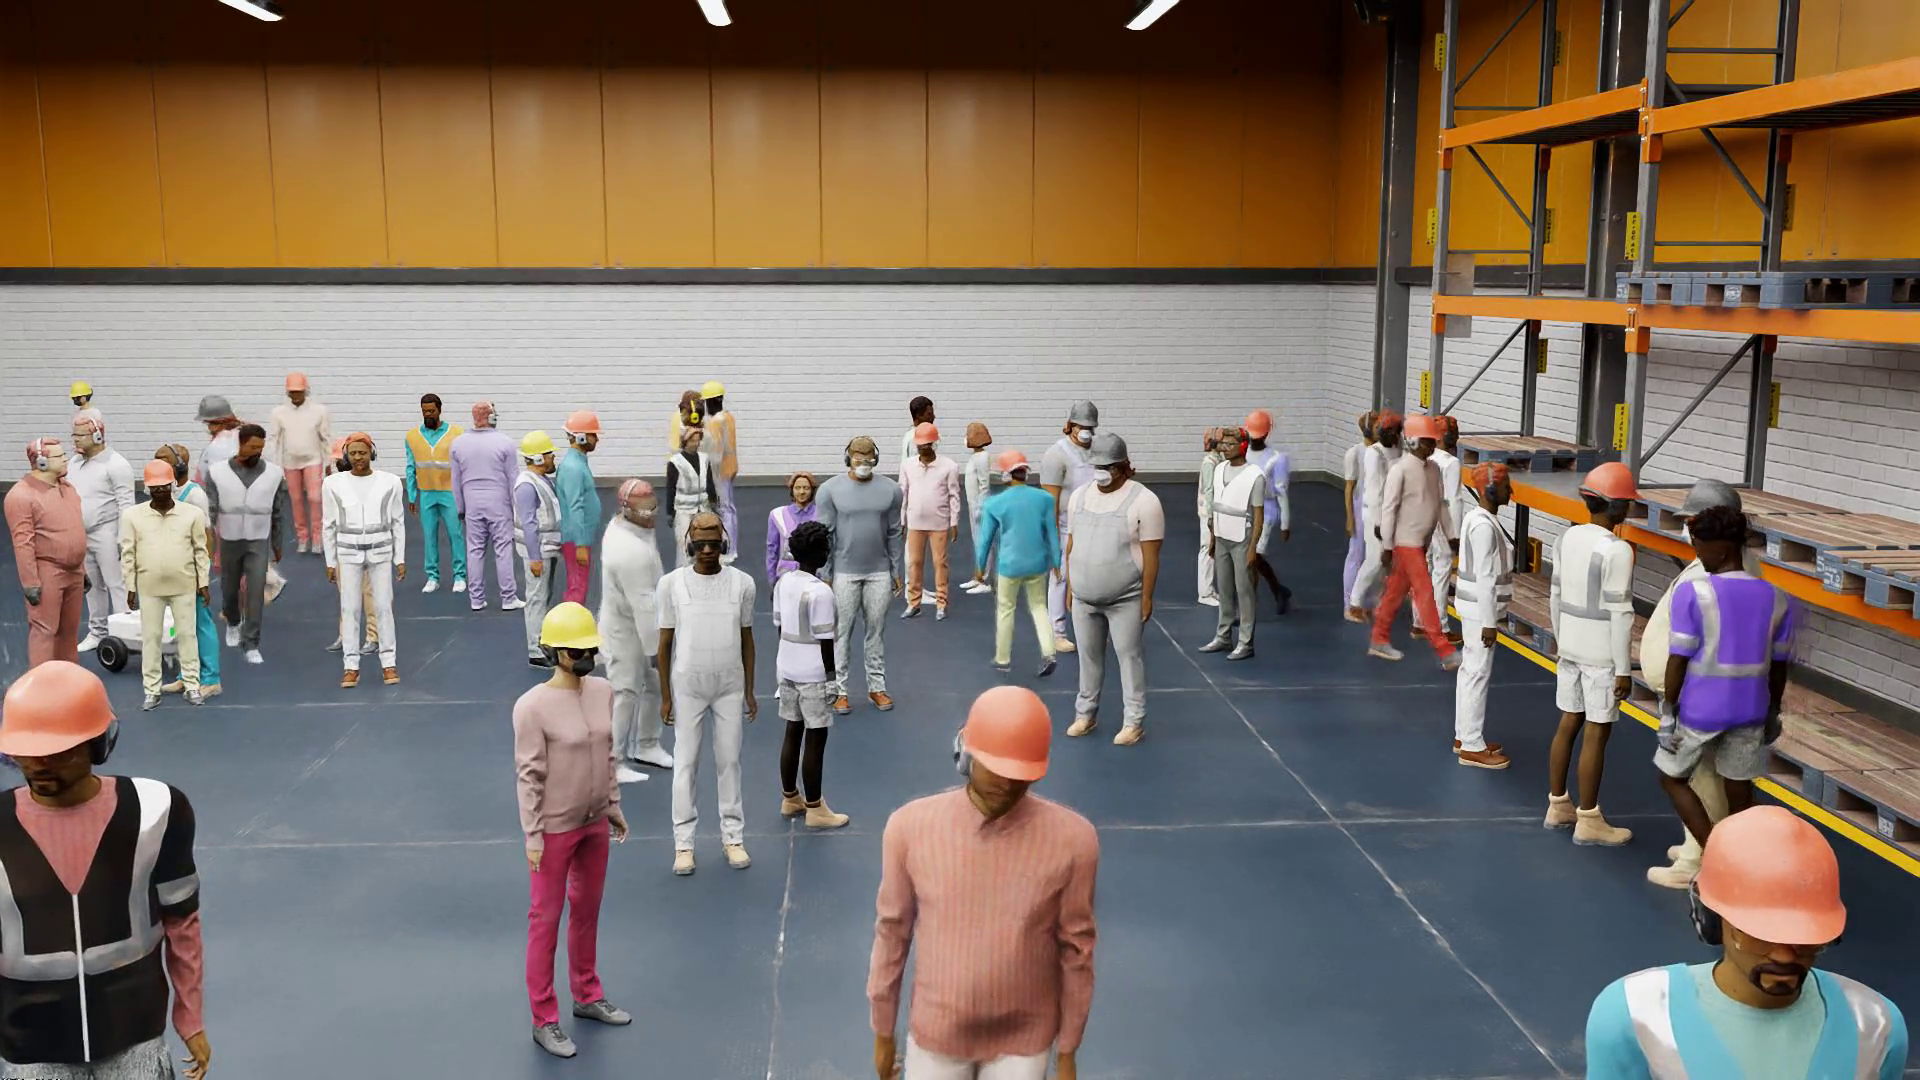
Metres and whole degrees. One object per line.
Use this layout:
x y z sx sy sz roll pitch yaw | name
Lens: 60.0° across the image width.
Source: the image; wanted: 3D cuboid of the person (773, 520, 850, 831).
-0.824 0.734 9.127 0.316 1.695 0.541 -6 11 -34 | person

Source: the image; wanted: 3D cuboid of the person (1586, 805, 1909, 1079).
1.511 1.499 3.242 0.615 2.041 0.391 0 9 1 | person

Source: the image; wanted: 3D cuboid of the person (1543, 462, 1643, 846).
3.411 0.600 8.887 0.394 2.039 0.615 -2 9 -13 | person

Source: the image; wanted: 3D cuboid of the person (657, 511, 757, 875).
-1.273 0.769 8.445 0.507 1.846 0.346 -3 9 -18 | person

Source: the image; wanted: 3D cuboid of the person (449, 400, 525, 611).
-4.237 -0.303 14.986 0.639 1.907 0.406 1 9 6 | person

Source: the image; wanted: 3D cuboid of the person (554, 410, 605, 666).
-2.937 -0.014 12.919 0.408 1.987 0.615 -2 9 -10 | person

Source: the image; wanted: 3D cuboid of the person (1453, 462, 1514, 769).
3.245 0.455 10.291 0.355 1.885 0.575 2 9 11 | person

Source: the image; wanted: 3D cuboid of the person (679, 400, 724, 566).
-2.591 -0.422 15.943 0.771 1.837 0.548 -1 9 -5 | person

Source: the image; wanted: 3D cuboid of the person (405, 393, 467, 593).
-4.985 -0.449 15.903 0.592 1.913 0.394 0 9 -2 | person

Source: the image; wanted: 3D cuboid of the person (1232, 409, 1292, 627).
2.656 -0.216 14.521 0.887 1.894 0.576 -8 12 -43 | person

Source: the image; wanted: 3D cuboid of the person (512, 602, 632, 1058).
-1.514 1.112 6.536 0.316 1.769 0.524 5 10 30 | person

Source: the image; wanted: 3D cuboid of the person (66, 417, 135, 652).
-6.877 -0.028 13.251 0.653 1.906 0.408 4 10 23 | person

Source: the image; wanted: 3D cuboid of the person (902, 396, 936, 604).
-0.388 -0.371 15.373 0.390 1.919 0.591 0 9 -3 | person

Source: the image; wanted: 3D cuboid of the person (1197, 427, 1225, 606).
2.330 -0.220 15.292 0.305 1.639 0.522 3 9 16 | person

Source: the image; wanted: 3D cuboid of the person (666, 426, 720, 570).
-2.525 -0.257 15.577 0.356 1.628 0.531 6 11 33 | person

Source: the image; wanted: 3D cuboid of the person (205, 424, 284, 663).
-5.693 0.002 13.242 0.624 1.876 0.849 -5 10 -29 | person

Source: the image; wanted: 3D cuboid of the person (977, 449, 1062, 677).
0.443 0.180 12.530 0.602 1.719 0.751 -3 10 -19 | person

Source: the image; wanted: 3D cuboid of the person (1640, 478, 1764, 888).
3.658 0.701 8.256 0.536 2.000 0.688 7 12 38 | person

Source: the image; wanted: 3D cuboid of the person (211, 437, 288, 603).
-6.463 -0.179 15.124 0.576 1.620 0.536 -2 9 -12 | person

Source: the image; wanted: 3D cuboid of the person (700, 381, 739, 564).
-2.530 -0.703 17.454 0.391 1.919 0.589 1 9 7 | person

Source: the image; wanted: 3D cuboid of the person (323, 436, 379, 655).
-4.860 0.041 13.292 0.562 1.754 0.331 4 10 23 | person

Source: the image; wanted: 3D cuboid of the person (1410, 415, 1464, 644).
3.944 -0.087 13.692 0.345 1.882 0.584 -3 10 -20 | person

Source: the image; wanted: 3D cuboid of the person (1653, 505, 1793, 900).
3.623 0.805 7.881 0.711 1.944 0.392 -1 9 -7 | person

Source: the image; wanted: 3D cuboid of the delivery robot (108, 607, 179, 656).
-6.162 0.680 12.743 0.707 0.478 0.477 4 10 22 | delivery robot

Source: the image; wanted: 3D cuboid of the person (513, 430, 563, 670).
-3.224 0.072 12.845 0.404 1.837 0.589 -1 9 -3 | person

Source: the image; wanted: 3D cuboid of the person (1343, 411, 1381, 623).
3.571 -0.204 14.545 0.514 1.846 0.338 -6 11 -34 | person

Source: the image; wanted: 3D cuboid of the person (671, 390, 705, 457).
-2.912 -0.732 18.059 0.432 1.797 0.690 -4 10 -25 | person

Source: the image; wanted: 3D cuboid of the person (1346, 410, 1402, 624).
3.635 -0.206 14.498 0.430 1.871 0.677 5 11 31 | person

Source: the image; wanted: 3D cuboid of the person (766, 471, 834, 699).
-1.131 0.318 11.908 0.511 1.645 0.307 -1 9 -5 | person

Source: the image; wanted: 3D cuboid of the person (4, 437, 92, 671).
-6.281 0.239 11.566 0.410 1.912 0.643 1 9 5 | person

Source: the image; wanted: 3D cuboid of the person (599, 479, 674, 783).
-1.895 0.551 9.811 0.588 1.861 0.737 -1 9 -6 | person

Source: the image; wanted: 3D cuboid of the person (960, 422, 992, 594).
0.163 -0.307 15.857 0.280 1.634 0.498 -1 9 -9 | person

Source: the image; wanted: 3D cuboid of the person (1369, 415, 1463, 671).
3.602 0.014 12.839 1.002 1.942 0.618 8 12 41 | person

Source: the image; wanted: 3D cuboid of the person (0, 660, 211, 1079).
-2.322 1.311 4.423 0.611 2.040 0.393 -5 10 -29 | person

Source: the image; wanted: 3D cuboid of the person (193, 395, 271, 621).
-6.324 -0.277 14.397 0.581 2.000 0.717 0 9 2 | person

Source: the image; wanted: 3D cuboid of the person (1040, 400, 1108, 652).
0.999 -0.124 13.436 0.686 2.000 0.535 -8 12 -41 | person

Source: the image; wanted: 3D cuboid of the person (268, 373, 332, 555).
-7.115 -0.801 17.908 0.631 1.967 0.834 -2 9 -11 | person

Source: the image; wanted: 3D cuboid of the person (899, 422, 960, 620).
-0.286 -0.163 14.586 0.569 1.747 0.340 2 9 15 | person

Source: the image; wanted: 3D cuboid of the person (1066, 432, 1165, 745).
0.947 0.300 10.774 0.685 2.000 0.535 6 11 35 | person

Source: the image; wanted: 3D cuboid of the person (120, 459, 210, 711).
-5.544 0.307 11.626 0.561 1.752 0.327 -4 10 -25 | person

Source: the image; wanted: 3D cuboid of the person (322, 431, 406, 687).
-4.385 0.141 12.266 0.575 1.883 0.355 -3 10 -19 | person

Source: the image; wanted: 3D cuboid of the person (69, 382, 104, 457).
-10.476 -1.022 19.968 0.524 1.761 0.339 5 10 29 | person

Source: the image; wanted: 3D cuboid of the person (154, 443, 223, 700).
-5.535 0.221 11.887 0.514 1.841 0.327 7 11 36 | person

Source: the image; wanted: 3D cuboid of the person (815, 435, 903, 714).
-0.684 0.234 11.531 0.630 1.934 0.372 -3 10 -20 | person

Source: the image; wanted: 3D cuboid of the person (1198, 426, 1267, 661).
2.186 0.020 13.143 0.390 1.846 0.565 -6 11 -31 | person

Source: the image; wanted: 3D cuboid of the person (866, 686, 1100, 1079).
0.063 1.327 4.615 0.643 1.957 0.614 1 9 3 | person
